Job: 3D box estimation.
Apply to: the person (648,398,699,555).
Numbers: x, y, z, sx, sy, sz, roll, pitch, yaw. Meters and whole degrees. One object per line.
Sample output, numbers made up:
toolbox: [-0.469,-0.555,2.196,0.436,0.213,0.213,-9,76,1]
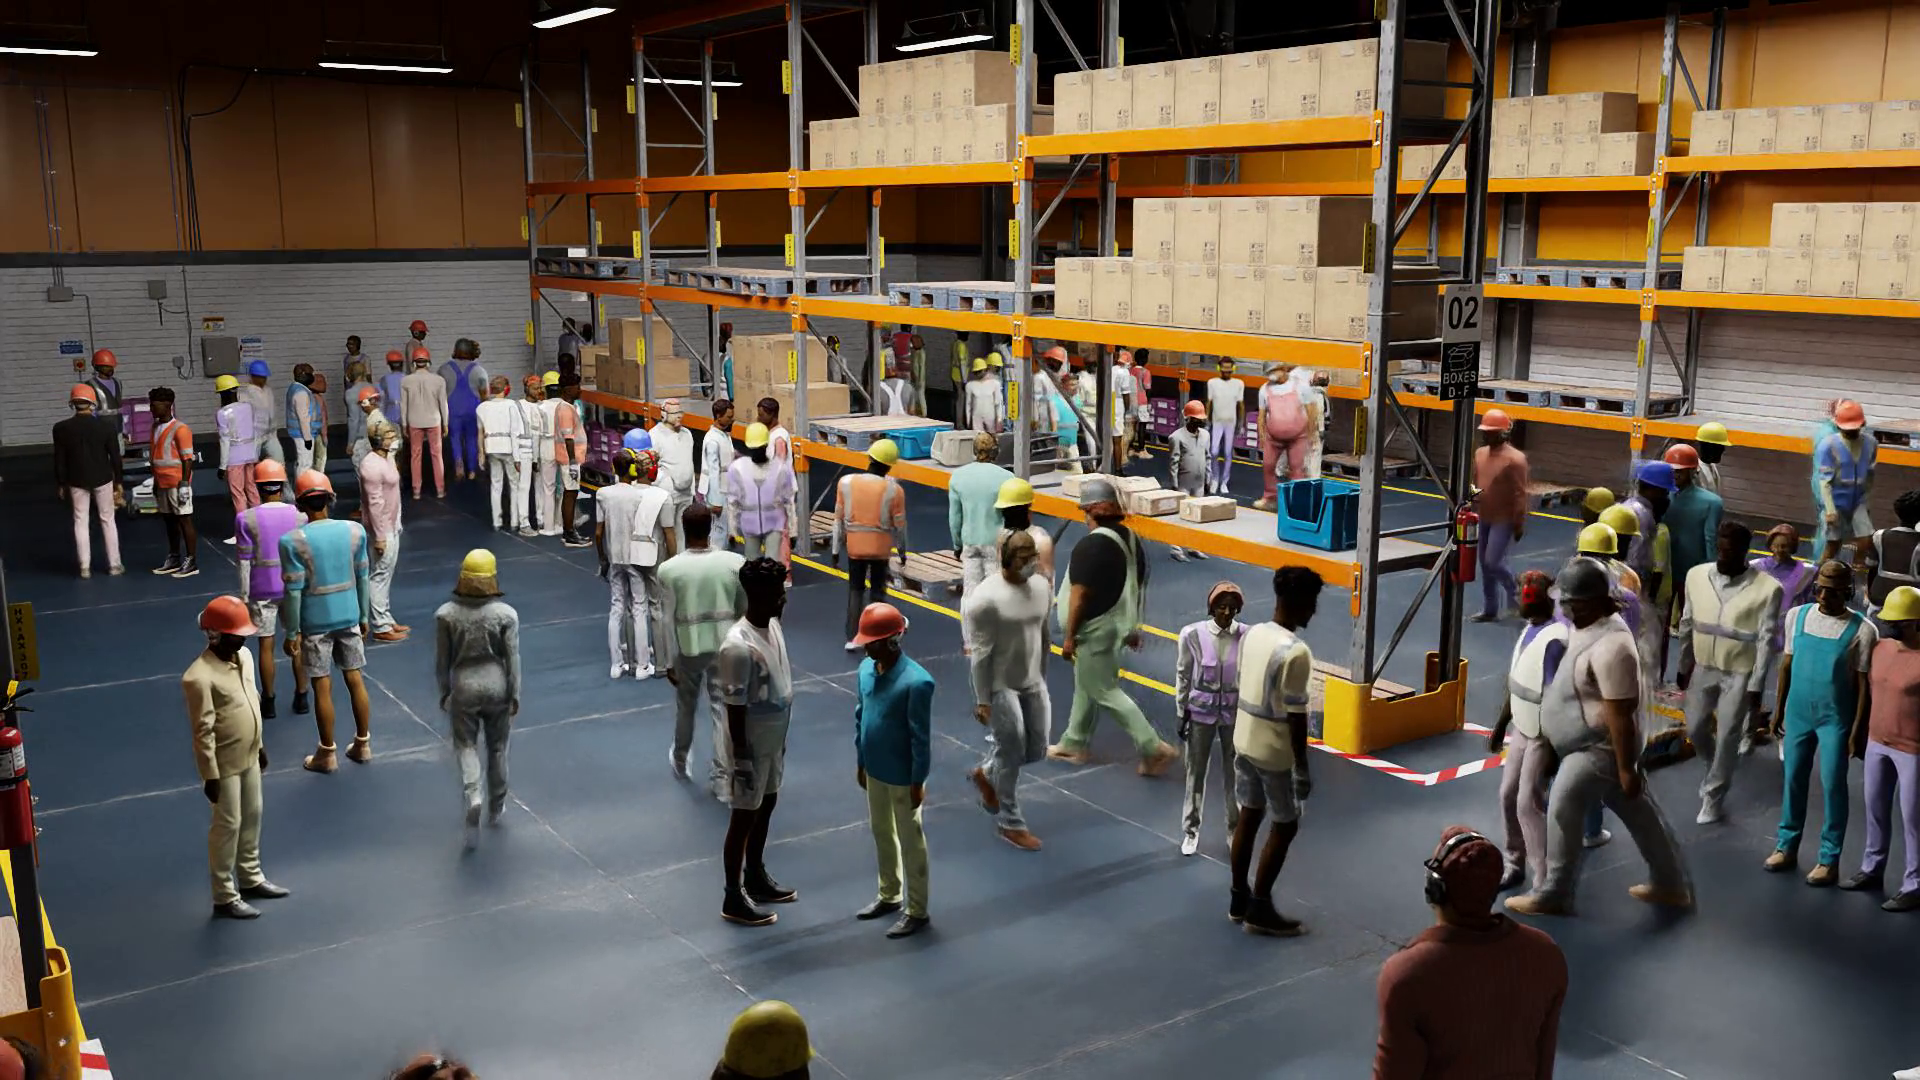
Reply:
person: [-2.842,-0.458,16.542,0.410,1.909,0.643,7,13,32]

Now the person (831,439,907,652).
person: [-0.748,0.084,13.855,0.637,1.880,0.433,2,11,9]

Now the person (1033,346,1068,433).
person: [1.241,-1.715,22.956,0.586,1.915,0.420,-4,12,-21]

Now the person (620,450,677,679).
person: [-2.519,0.200,13.328,0.570,1.843,0.372,5,12,23]

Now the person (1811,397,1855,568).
person: [8.872,-0.494,16.773,0.519,1.896,0.672,8,14,36]

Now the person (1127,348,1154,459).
person: [2.739,-2.077,25.377,0.319,1.693,0.533,-7,13,-33]

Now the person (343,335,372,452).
person: [-9.431,-2.281,26.030,0.505,1.847,0.346,4,12,18]

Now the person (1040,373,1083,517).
person: [1.327,-1.129,20.257,0.573,1.794,0.972,-9,14,-38]

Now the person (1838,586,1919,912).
person: [5.017,1.107,8.917,0.340,1.760,0.527,-3,12,-16]

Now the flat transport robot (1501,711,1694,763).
flat transport robot: [4.440,1.363,11.421,1.431,0.197,0.652,-8,13,-34]

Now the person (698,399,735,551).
person: [-2.396,-0.455,16.533,0.396,1.908,0.600,0,11,1]

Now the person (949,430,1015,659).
person: [0.208,0.052,13.850,0.627,1.940,0.375,6,13,28]

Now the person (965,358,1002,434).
person: [0.331,-1.708,23.422,0.528,1.717,0.897,0,11,1]

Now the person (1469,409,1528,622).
person: [4.843,-0.202,15.055,0.459,1.981,0.618,-4,12,-21]

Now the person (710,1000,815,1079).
person: [-0.511,2.018,4.320,0.492,1.731,0.324,6,13,28]

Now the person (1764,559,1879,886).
person: [4.792,0.998,9.272,0.349,1.839,0.505,-8,14,-35]

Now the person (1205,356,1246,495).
person: [3.532,-1.512,22.082,0.548,1.843,0.662,1,11,7]

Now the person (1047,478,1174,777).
person: [1.010,0.550,11.038,0.948,2.000,0.698,6,13,28]

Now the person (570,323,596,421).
person: [-6.622,-2.894,29.224,0.634,1.841,0.723,-6,13,-30]

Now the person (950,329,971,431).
person: [0.016,-2.750,28.216,0.371,1.929,0.585,-3,12,-16]

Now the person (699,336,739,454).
person: [-3.739,-2.240,25.838,0.623,1.840,0.430,7,13,33]

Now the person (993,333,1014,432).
person: [0.784,-2.645,27.631,0.618,1.943,0.399,7,13,32]

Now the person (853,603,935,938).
person: [-0.373,1.172,8.634,0.354,1.738,0.574,-9,14,-40]

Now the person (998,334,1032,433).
person: [0.907,-2.594,27.445,0.595,1.917,0.373,6,12,27]

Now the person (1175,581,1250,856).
person: [1.500,1.034,9.620,0.519,1.635,0.315,1,11,4]

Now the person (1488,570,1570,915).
person: [3.149,1.070,9.009,0.407,1.800,0.654,1,11,3]

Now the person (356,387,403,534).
person: [-6.800,-0.925,19.440,0.482,1.710,0.570,-3,12,-16]

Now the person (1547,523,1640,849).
person: [3.706,0.849,9.838,0.592,1.918,0.394,11,15,44]

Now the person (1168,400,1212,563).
person: [2.481,-0.631,17.839,0.566,1.744,0.350,-7,13,-33]

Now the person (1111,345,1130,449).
person: [2.548,-2.361,26.467,0.343,1.839,0.508,-5,12,-24]

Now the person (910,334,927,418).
person: [-0.744,-2.792,29.209,0.278,1.627,0.506,-5,12,-25]

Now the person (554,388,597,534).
person: [-4.589,-1.016,19.598,0.525,1.831,0.834,6,12,28]

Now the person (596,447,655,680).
person: [-2.663,0.190,13.335,0.532,1.864,0.312,3,12,17]

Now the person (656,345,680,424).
person: [-4.943,-2.651,27.959,0.502,1.837,0.351,0,11,2]

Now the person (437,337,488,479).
person: [-6.946,-1.841,23.273,0.693,2.000,0.712,-4,12,-17]

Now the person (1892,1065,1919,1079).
person: [4.180,1.443,6.857,0.402,1.894,0.649,-1,11,-5]

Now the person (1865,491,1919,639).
person: [6.963,0.474,12.326,0.320,1.693,0.534,-7,13,-32]

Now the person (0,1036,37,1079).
person: [-2.112,1.997,3.773,0.888,1.983,0.602,-1,11,-3]

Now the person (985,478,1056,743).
person: [0.402,0.519,11.493,0.387,1.922,0.593,-7,13,-34]

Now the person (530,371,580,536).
person: [-4.685,-0.997,19.290,0.590,1.913,0.399,-7,13,-34]

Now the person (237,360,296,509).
person: [-8.616,-1.273,20.693,0.940,1.905,0.647,5,12,25]

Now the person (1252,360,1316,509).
person: [4.052,-1.344,20.730,0.769,2.000,0.534,4,12,22]

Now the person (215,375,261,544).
person: [-8.182,-0.908,18.810,0.379,1.920,0.586,3,11,16]

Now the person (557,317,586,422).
person: [-6.803,-2.943,29.193,0.627,1.934,0.370,6,12,27]

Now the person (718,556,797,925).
person: [-1.060,1.042,8.750,0.367,1.958,0.610,3,11,15]
